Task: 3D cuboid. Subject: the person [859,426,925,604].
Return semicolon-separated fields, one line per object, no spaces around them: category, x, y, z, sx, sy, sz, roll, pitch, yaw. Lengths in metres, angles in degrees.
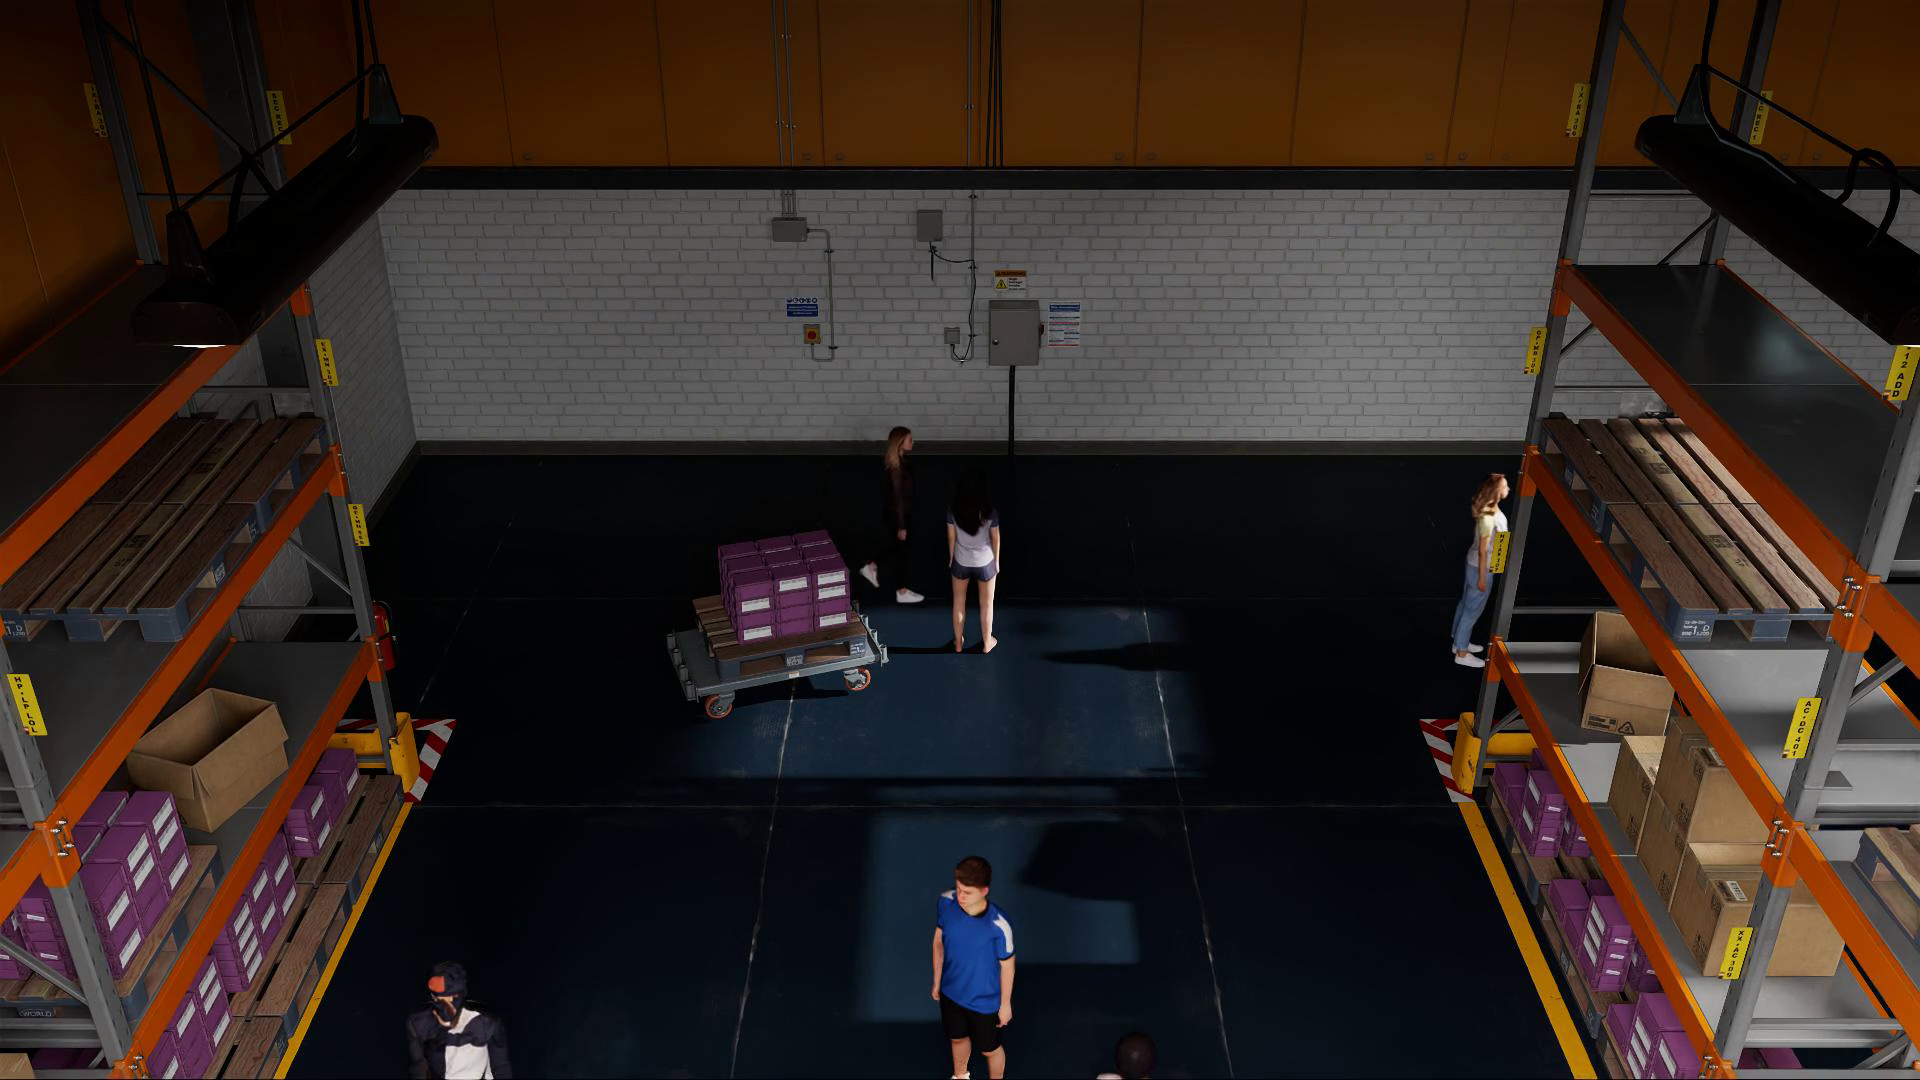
person;-0.614;-0.205;14.452;0.684;1.693;0.746;1;29;2

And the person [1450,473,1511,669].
person;4.251;0.228;13.626;0.733;1.723;0.554;6;29;11

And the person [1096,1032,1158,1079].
person;0.854;3.119;8.308;0.639;1.740;0.617;10;30;17

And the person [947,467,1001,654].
person;0.105;0.166;13.757;0.619;1.706;0.568;4;29;7

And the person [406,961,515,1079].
person;-2.547;2.877;8.610;0.738;1.876;1.037;2;29;4

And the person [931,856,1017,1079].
person;0.086;2.502;9.307;0.754;1.866;0.761;16;33;27
